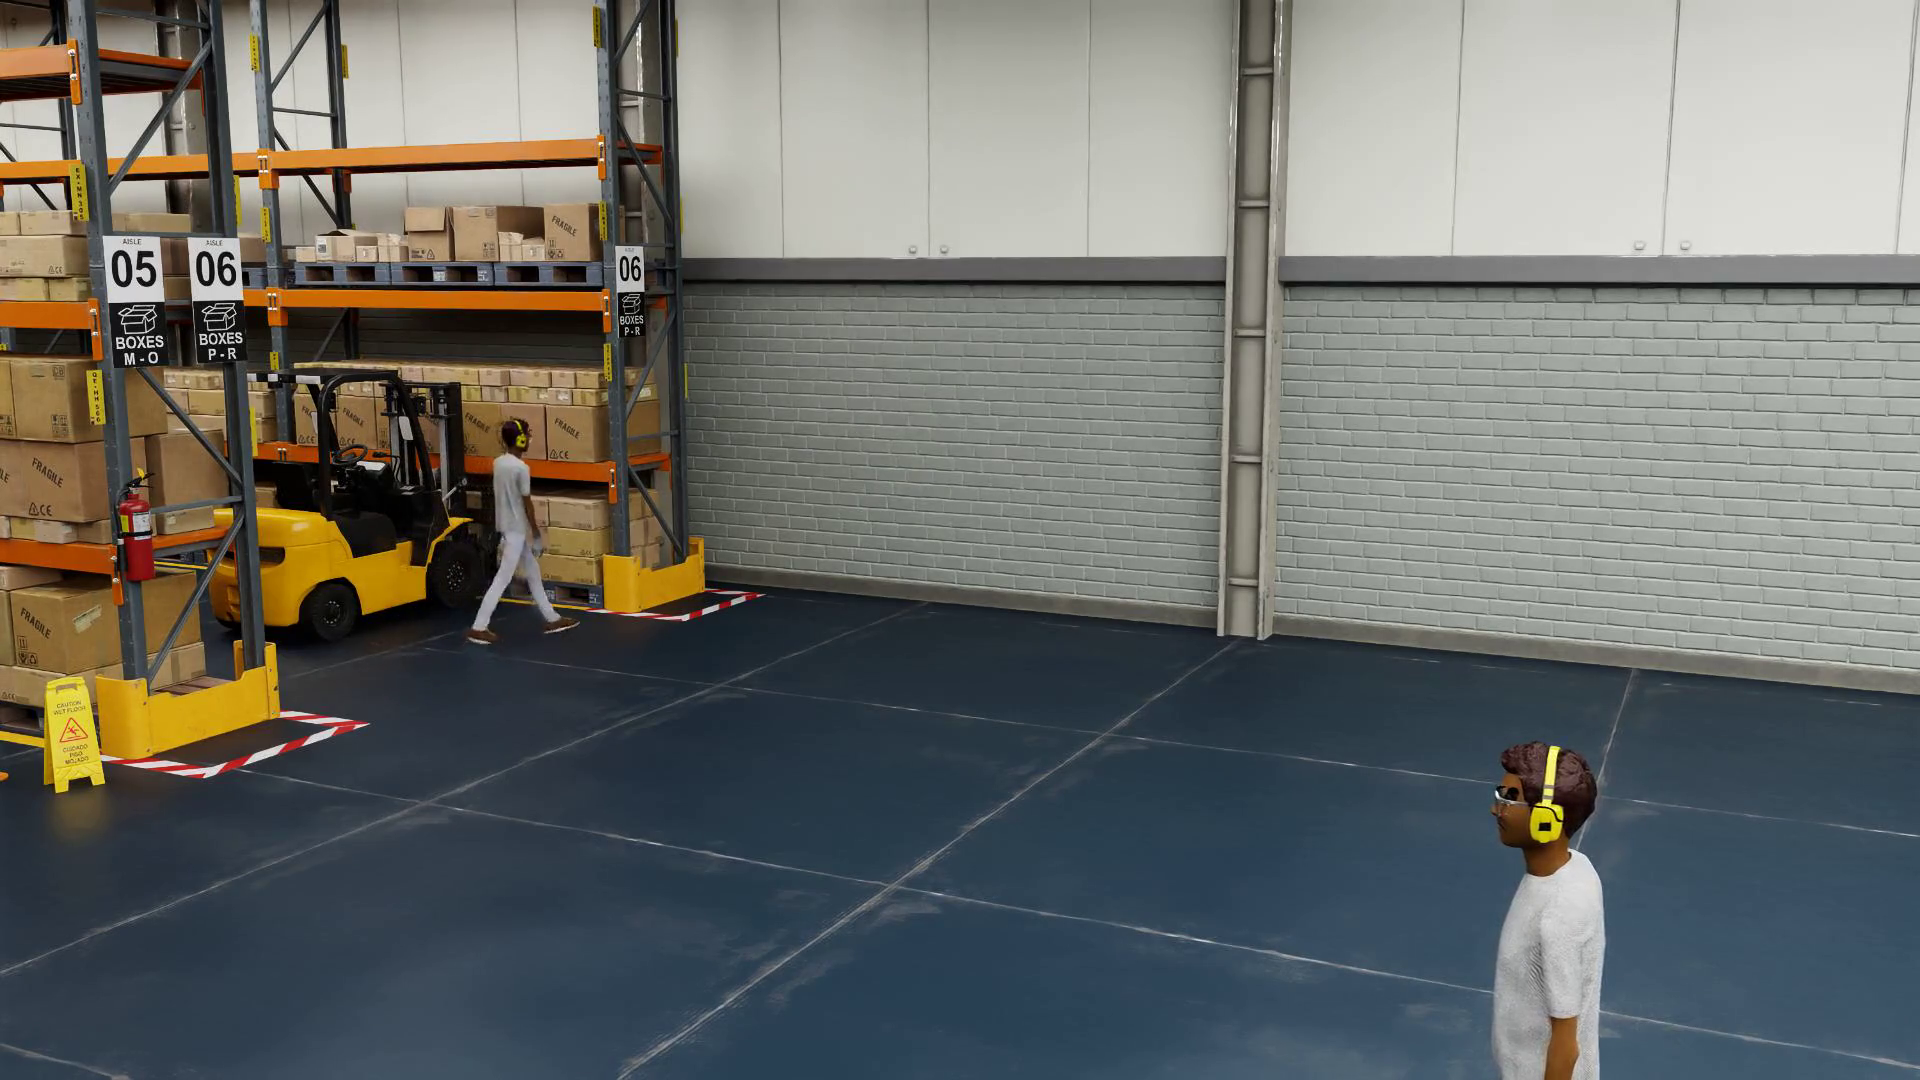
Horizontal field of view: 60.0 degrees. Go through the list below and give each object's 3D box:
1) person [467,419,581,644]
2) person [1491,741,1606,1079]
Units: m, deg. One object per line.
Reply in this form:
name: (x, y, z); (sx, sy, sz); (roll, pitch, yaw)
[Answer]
person: (-3.616, -0.077, 13.585); (1.004, 1.825, 0.540); (-7, 12, -38)
person: (1.447, 1.422, 4.227); (0.329, 1.873, 0.516); (3, 10, 19)
